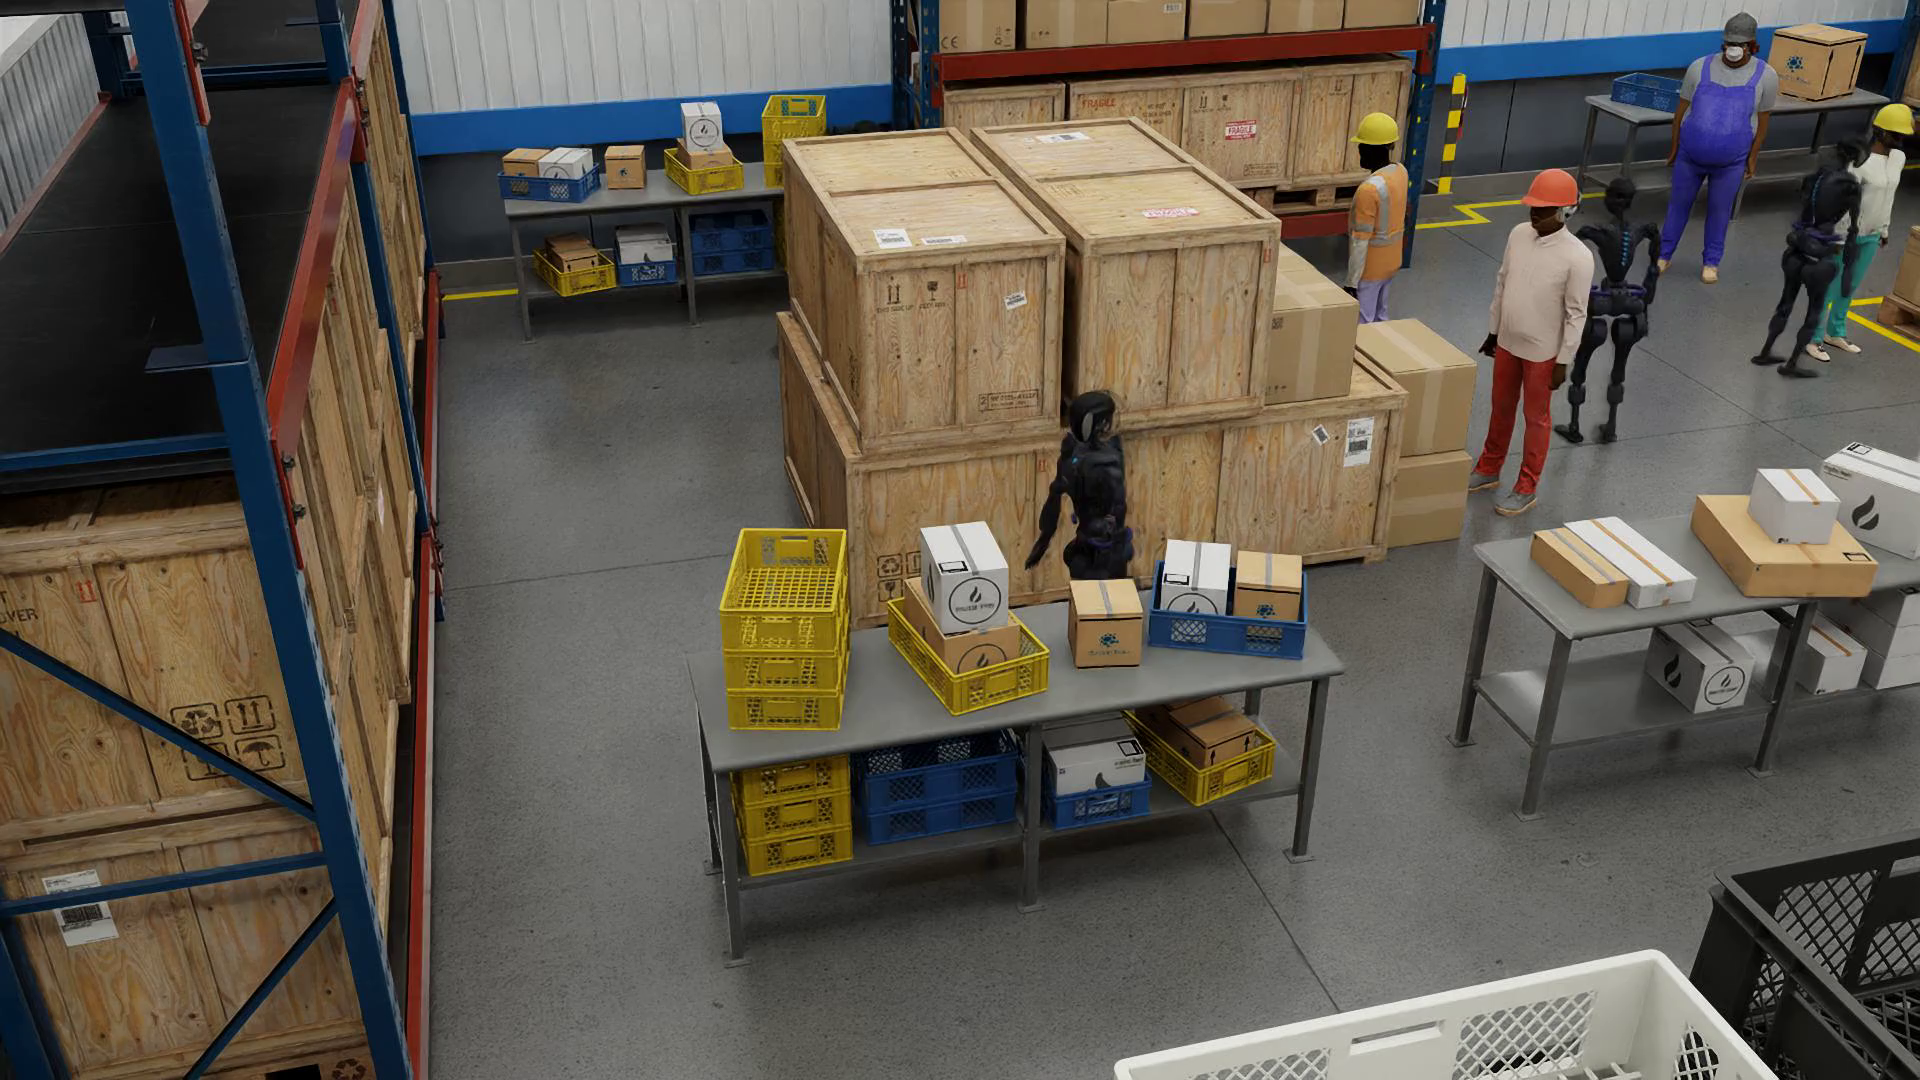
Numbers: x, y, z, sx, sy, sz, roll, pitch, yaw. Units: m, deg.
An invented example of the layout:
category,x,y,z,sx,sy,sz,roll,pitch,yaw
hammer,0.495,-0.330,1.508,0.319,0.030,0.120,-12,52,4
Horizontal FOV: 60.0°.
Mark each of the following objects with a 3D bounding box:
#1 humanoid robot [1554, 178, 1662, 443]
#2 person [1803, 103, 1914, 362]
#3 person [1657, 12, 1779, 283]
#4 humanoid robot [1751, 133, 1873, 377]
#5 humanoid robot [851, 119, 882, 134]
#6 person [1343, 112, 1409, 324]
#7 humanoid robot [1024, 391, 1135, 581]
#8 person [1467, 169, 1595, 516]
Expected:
category,x,y,z,sx,sy,sz,roll,pitch,yaw
humanoid robot,3.936,-1.393,10.183,0.621,1.642,0.400,2,29,3
person,6.164,-2.102,11.379,0.523,1.768,0.307,-14,32,-23
person,5.748,-2.971,12.675,0.674,2.000,0.536,14,32,24
humanoid robot,5.721,-1.913,11.135,0.405,1.641,0.638,-4,29,-8
humanoid robot,-0.822,-2.079,11.485,0.729,1.606,0.588,-11,31,-19
person,2.596,-1.757,10.603,0.405,1.918,0.582,18,34,29
humanoid robot,0.538,0.084,7.504,0.452,1.644,0.577,-9,30,-16
person,3.184,-1.101,9.327,0.381,1.995,0.609,-14,32,-24
